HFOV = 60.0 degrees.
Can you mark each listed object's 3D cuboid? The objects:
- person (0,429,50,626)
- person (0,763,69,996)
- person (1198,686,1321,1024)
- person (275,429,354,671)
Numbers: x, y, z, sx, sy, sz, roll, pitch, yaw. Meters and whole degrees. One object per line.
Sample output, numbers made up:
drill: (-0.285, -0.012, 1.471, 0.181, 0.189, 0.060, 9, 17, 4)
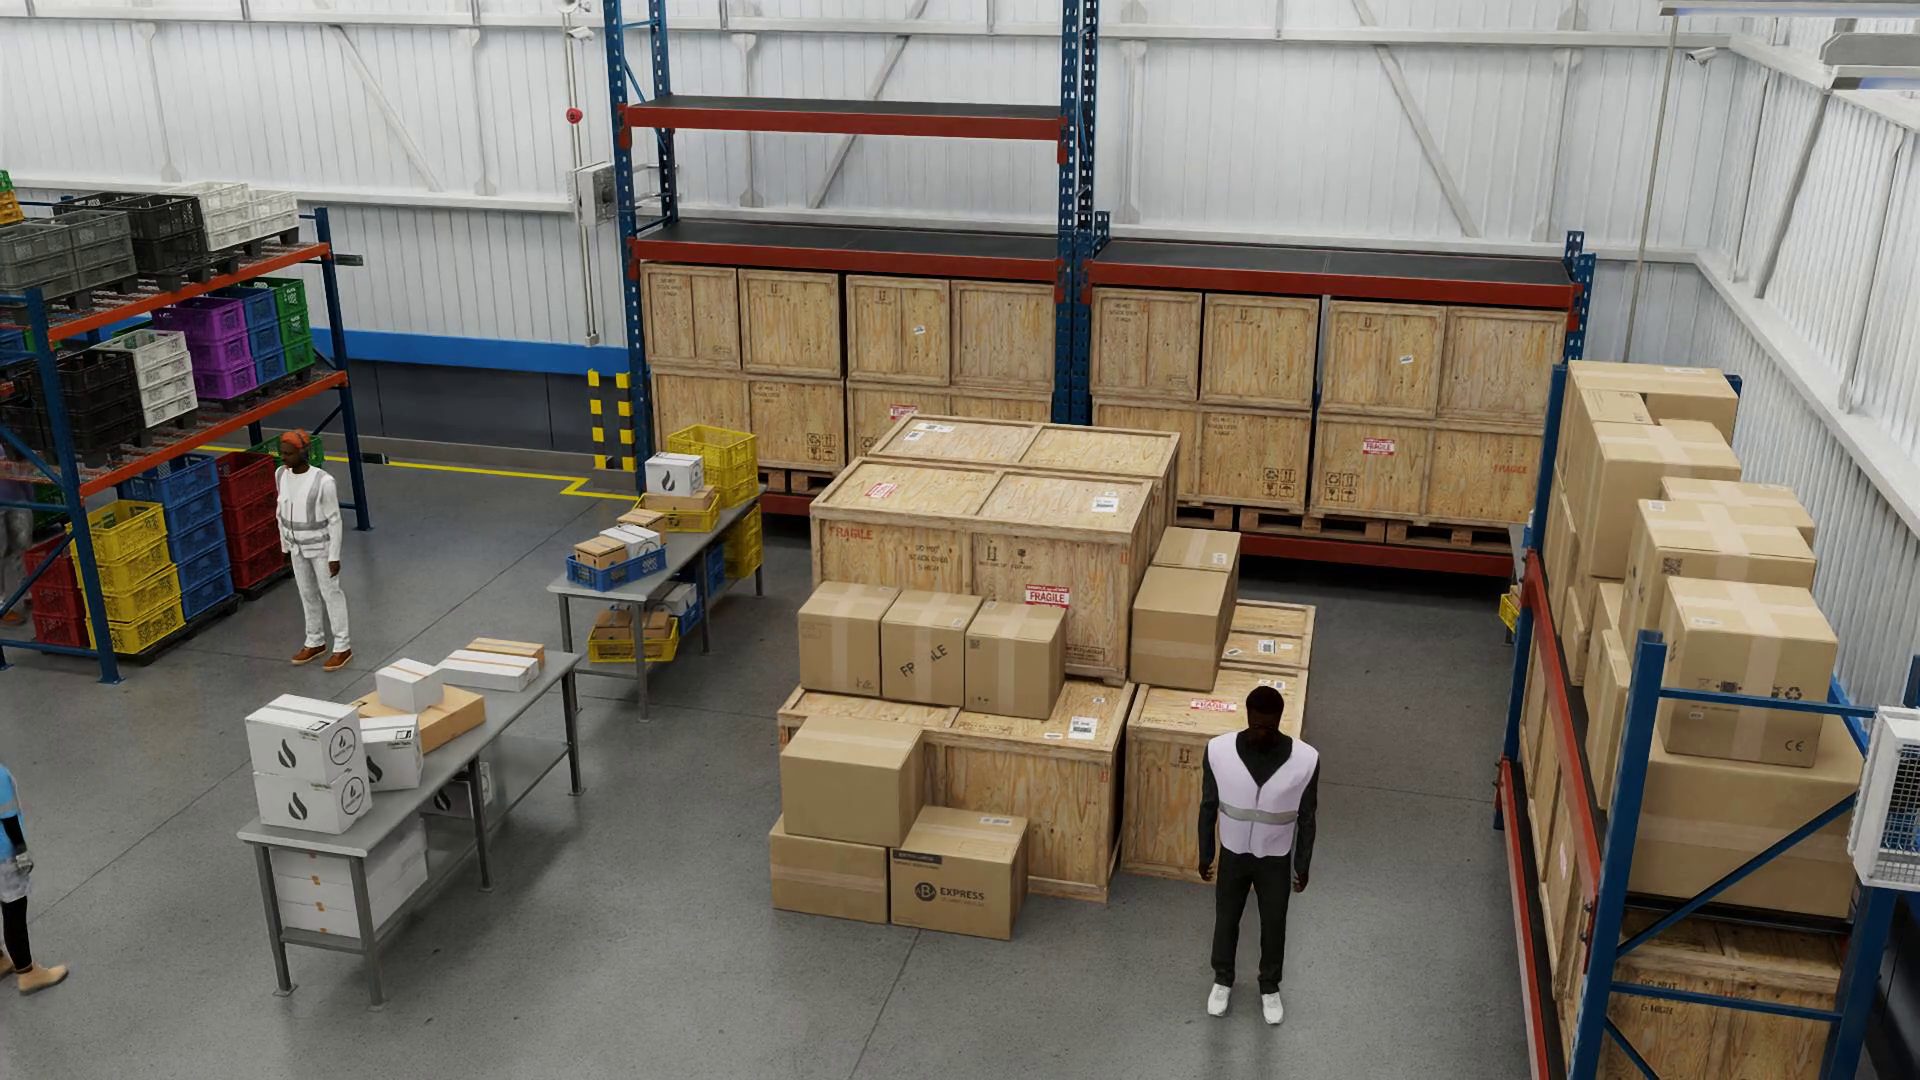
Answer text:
person: (-7.742, -0.275, 13.421, 0.358, 1.933, 0.635, 8, 22, 19)
person: (-5.121, 1.610, 8.810, 0.539, 1.695, 0.318, 11, 23, 26)
person: (1.519, 1.595, 8.561, 0.592, 1.911, 0.390, 4, 21, 11)
person: (-4.911, 0.073, 12.576, 0.575, 1.883, 0.355, 9, 23, 22)
